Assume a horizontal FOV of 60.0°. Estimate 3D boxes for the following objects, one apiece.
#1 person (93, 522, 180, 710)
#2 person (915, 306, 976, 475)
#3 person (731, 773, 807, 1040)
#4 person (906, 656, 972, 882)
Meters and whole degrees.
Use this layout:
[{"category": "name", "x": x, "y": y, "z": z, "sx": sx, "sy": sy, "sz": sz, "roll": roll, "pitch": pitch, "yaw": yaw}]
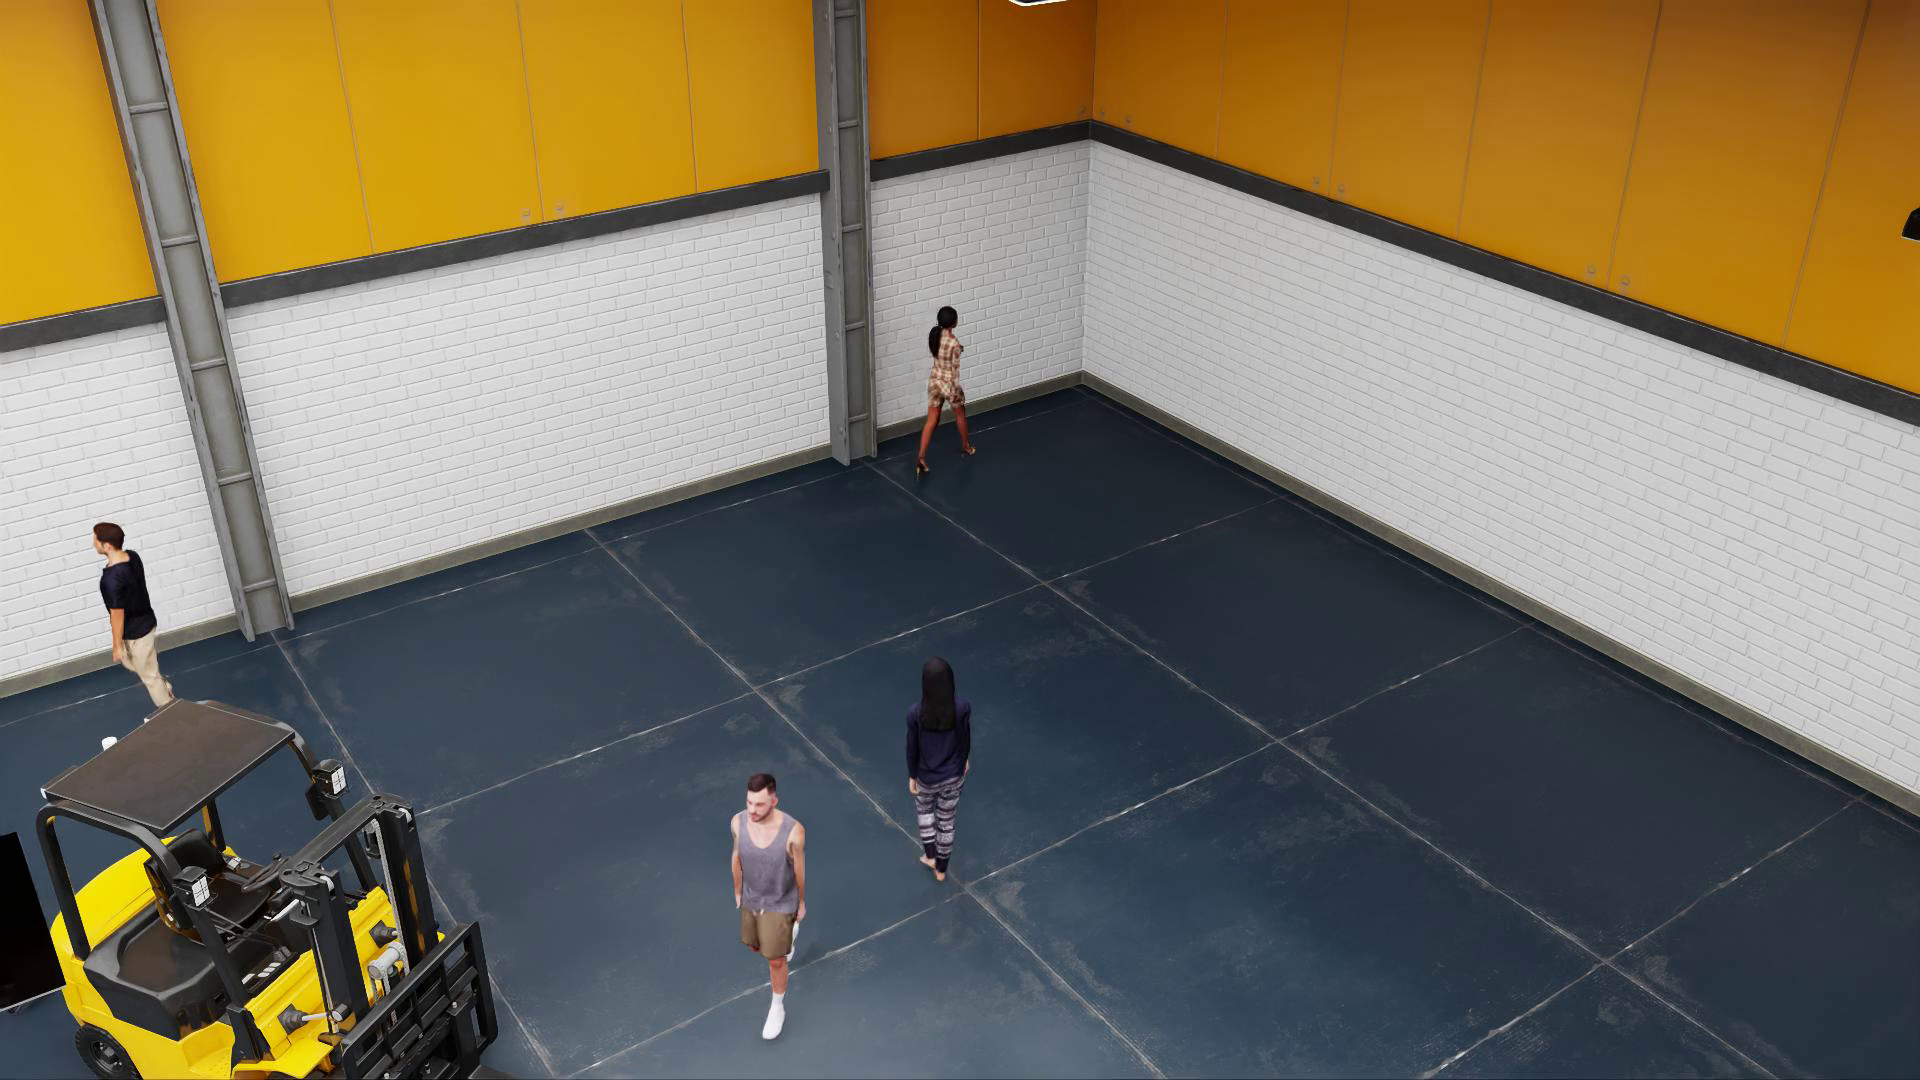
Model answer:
[{"category": "person", "x": -6.188, "y": 0.681, "z": 12.686, "sx": 0.780, "sy": 1.849, "sz": 0.774, "roll": -5, "pitch": 29, "yaw": -9}, {"category": "person", "x": -0.219, "y": -1.469, "z": 16.733, "sx": 0.782, "sy": 1.746, "sz": 1.139, "roll": 22, "pitch": 35, "yaw": 34}, {"category": "person", "x": -1.121, "y": 2.109, "z": 10.062, "sx": 0.990, "sy": 1.827, "sz": 1.102, "roll": 7, "pitch": 29, "yaw": 13}, {"category": "person", "x": -0.128, "y": 1.591, "z": 11.150, "sx": 0.674, "sy": 1.722, "sz": 0.772, "roll": -4, "pitch": 29, "yaw": -8}]
